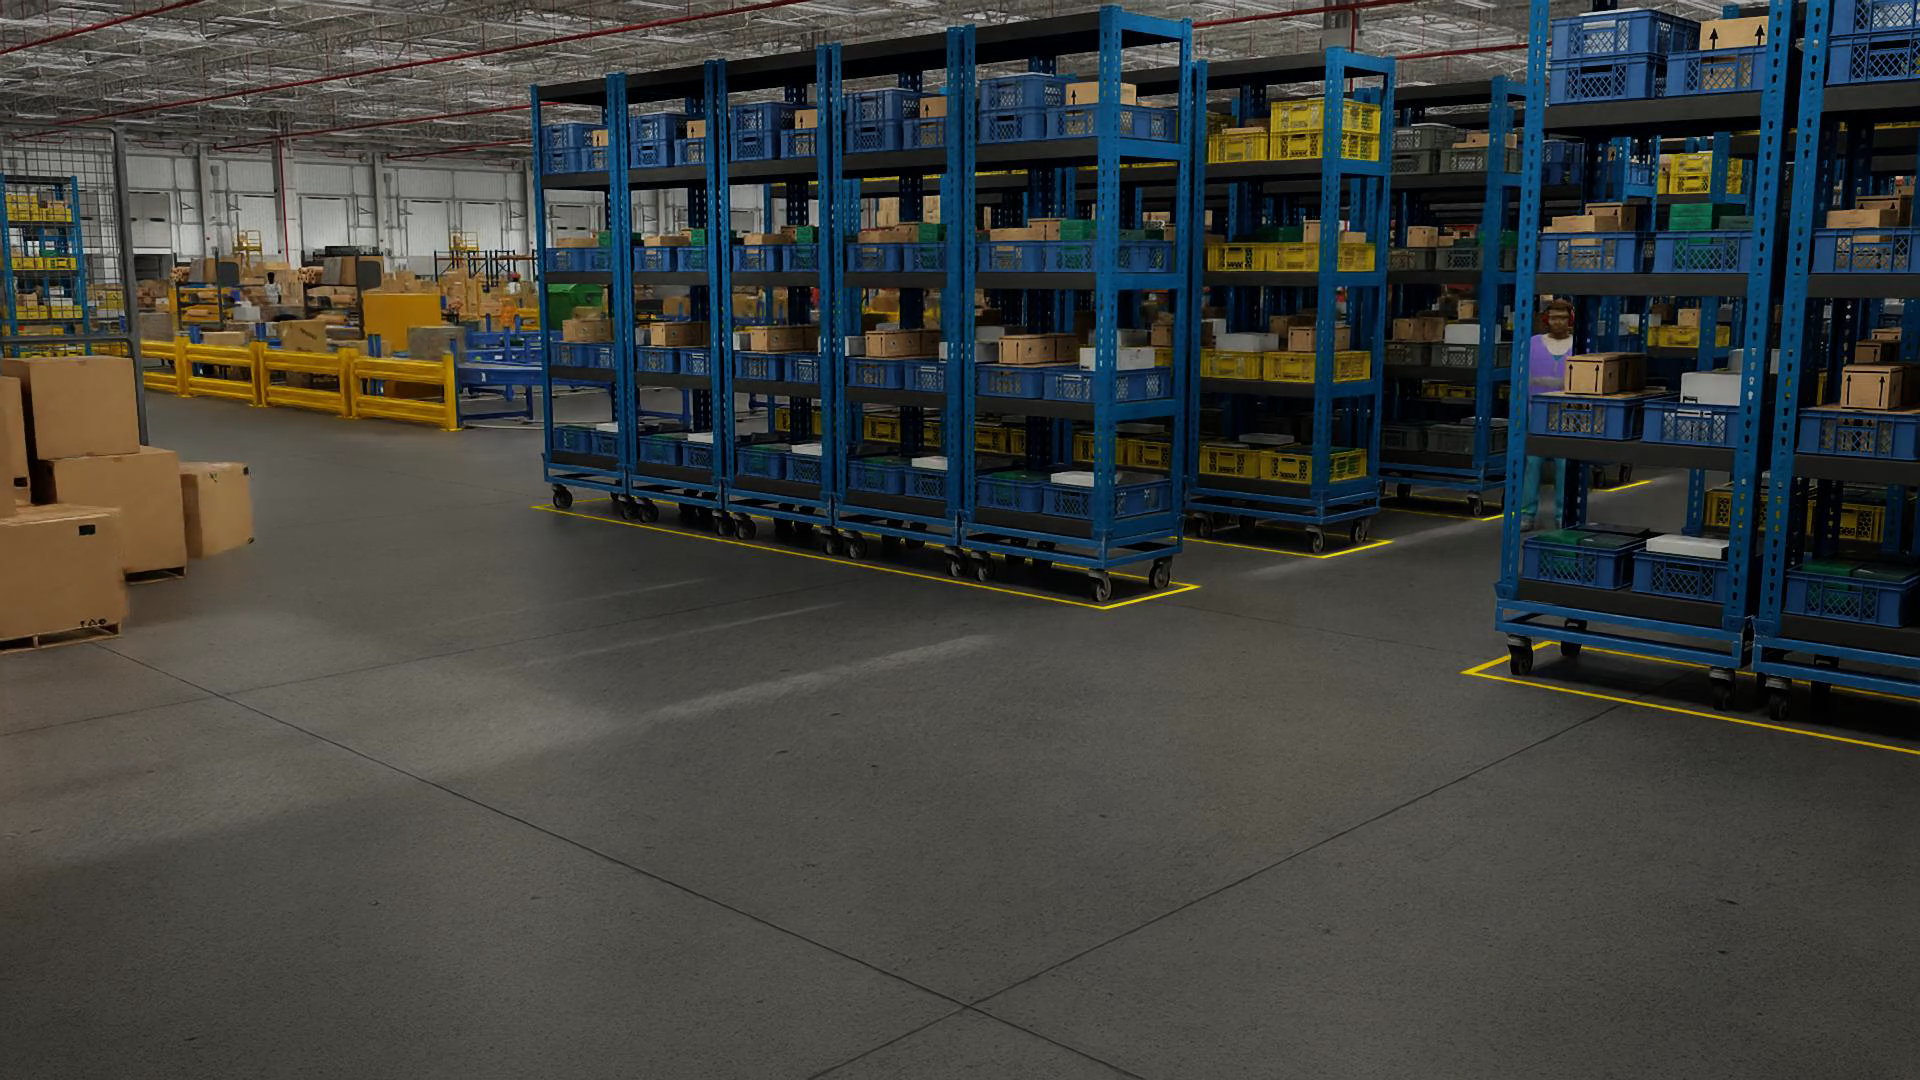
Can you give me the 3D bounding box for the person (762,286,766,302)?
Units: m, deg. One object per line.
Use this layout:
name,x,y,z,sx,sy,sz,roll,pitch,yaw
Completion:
person,-5.699,-6.758,49.184,0.281,1.636,0.500,-5,10,-27

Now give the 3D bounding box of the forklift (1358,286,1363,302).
forklift,11.100,-7.017,46.970,1.873,2.768,1.129,9,13,43

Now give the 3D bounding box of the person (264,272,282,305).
person,-22.098,-7.618,53.444,0.608,1.966,0.365,2,9,11

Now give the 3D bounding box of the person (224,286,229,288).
person,-26.504,-8.632,59.753,0.545,1.938,0.358,-3,10,-17

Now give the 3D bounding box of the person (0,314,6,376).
person,-12.942,-2.472,22.147,0.425,1.893,0.651,2,9,12

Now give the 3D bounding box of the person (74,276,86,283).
person,-45.076,-12.828,85.303,0.396,1.992,0.623,4,10,25

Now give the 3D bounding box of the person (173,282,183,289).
person,-38.284,-12.117,81.286,0.970,1.874,0.614,-1,9,-6

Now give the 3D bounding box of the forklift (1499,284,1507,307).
forklift,15.028,-6.895,46.220,1.873,2.768,1.129,9,13,43

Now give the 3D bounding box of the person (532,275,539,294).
person,-16.788,-9.637,66.212,0.523,1.846,0.833,-2,10,-14

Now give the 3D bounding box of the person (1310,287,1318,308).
person,5.607,-3.198,26.563,1.010,1.890,0.655,2,9,10

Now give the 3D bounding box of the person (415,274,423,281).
person,-26.461,-12.105,81.457,0.766,1.817,0.633,7,11,36

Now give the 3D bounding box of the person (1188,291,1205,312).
person,5.210,-4.844,37.208,0.552,1.714,0.936,6,11,35

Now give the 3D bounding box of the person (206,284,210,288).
person,-37.031,-12.304,82.377,0.548,1.911,0.843,0,9,-1

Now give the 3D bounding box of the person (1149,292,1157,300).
person,5.707,-6.857,49.606,0.316,1.695,0.540,-1,9,-8

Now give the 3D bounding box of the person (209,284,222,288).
person,-26.110,-8.400,58.423,0.612,1.903,0.483,5,11,29

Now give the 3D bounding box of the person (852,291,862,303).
person,-4.324,-9.833,68.001,0.698,1.662,0.468,-5,10,-26

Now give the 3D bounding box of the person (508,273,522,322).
person,-16.004,-8.671,60.031,0.555,1.918,0.407,7,12,37

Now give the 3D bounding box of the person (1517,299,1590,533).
person,4.649,-0.964,13.027,0.572,1.840,0.374,4,10,21

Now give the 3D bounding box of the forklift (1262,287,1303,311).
forklift,10.769,-8.203,54.240,1.129,2.768,1.873,8,12,42

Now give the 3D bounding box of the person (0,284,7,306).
person,-34.346,-8.525,59.378,0.529,1.849,0.397,-7,11,-36
